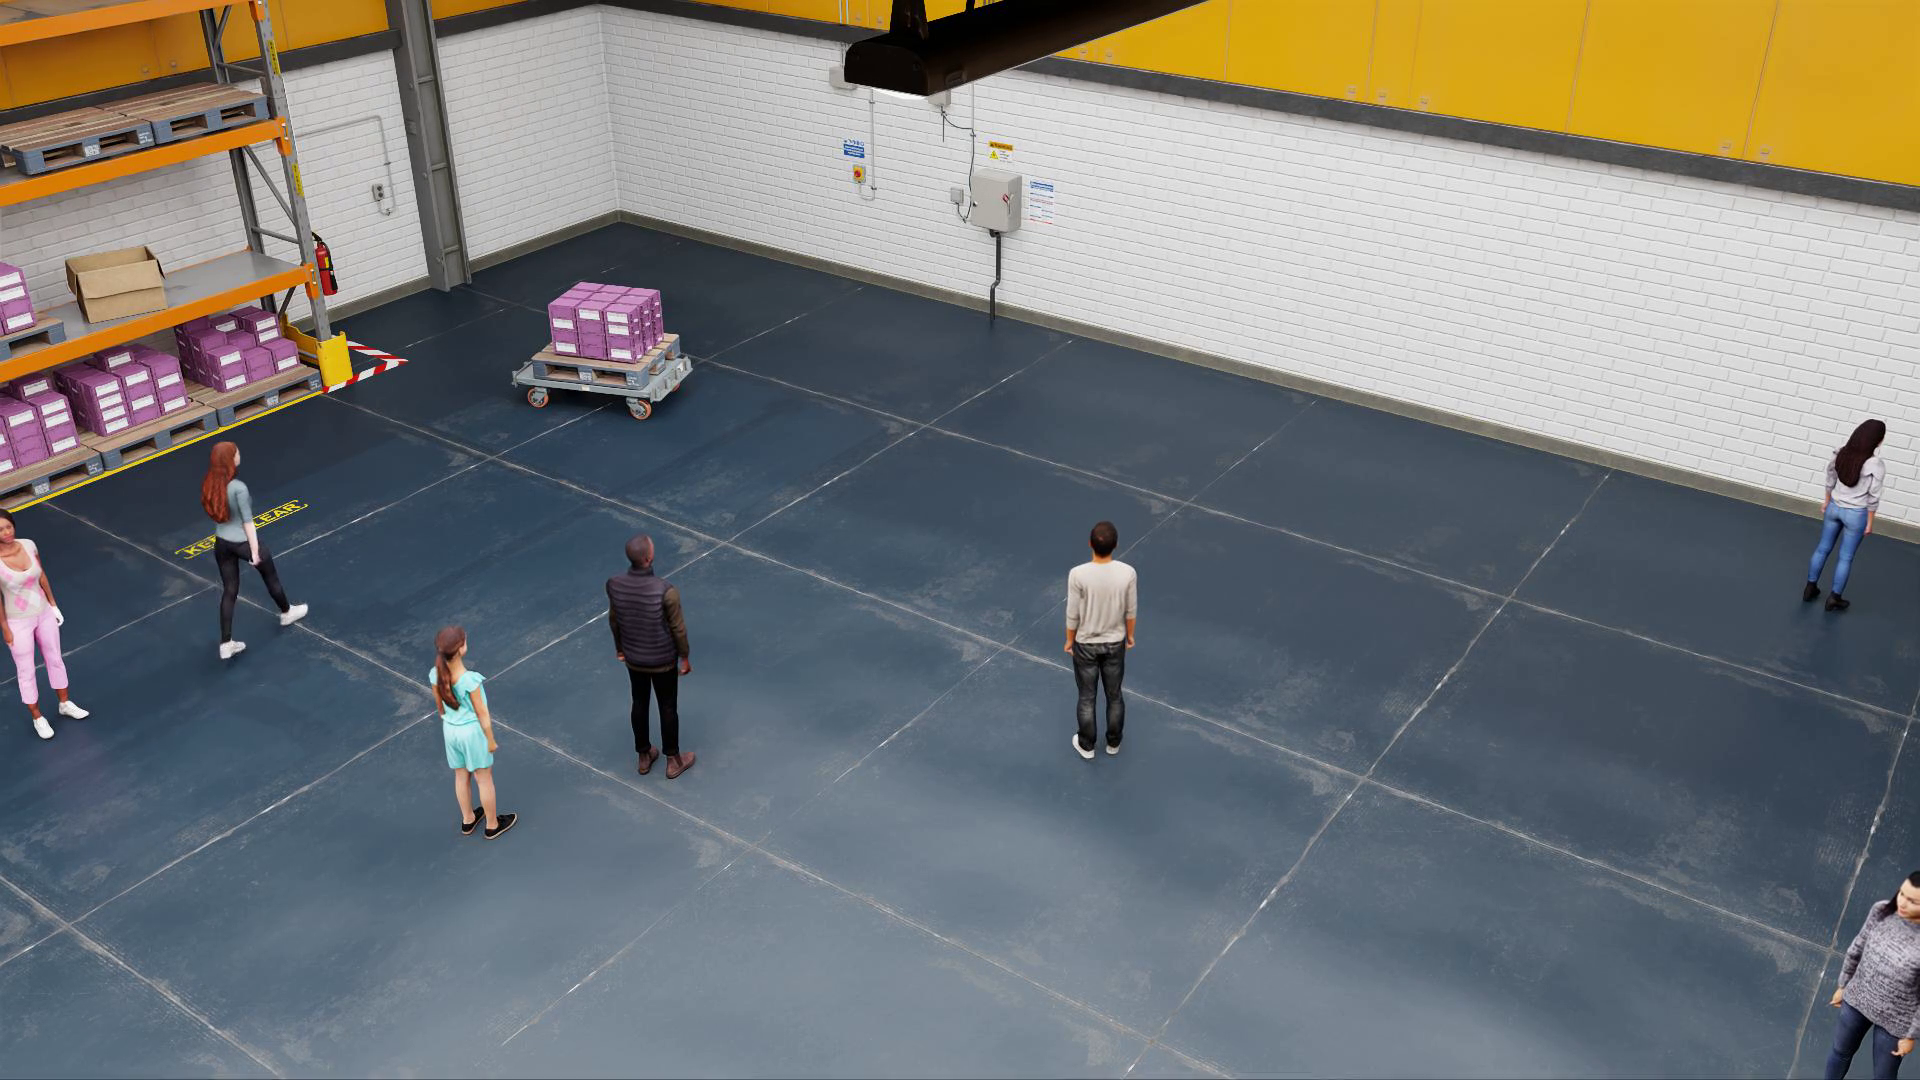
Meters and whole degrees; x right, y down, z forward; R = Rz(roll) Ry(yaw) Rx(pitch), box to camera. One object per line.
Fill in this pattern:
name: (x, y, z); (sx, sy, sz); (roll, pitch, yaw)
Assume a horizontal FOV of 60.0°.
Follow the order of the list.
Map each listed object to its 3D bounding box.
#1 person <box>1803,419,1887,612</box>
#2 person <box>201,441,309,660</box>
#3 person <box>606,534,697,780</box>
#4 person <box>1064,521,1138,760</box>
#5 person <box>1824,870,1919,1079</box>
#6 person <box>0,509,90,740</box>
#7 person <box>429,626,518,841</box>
person: (7.083, -0.208, 13.289); (0.645, 1.632, 0.671); (-17, 33, -28)
person: (-5.549, 0.097, 12.656); (0.786, 1.702, 1.164); (11, 30, 19)
person: (-2.100, 0.784, 11.257); (0.763, 1.835, 0.681); (8, 30, 15)
person: (0.969, 0.694, 11.447); (0.724, 1.811, 0.769); (-3, 29, -5)
person: (4.693, 2.371, 8.454); (0.678, 1.733, 0.687); (-14, 32, -24)
person: (-6.590, 0.563, 11.759); (0.647, 1.741, 0.468); (16, 32, 26)
person: (-3.179, 1.236, 10.717); (0.600, 1.558, 0.613); (11, 30, 19)
